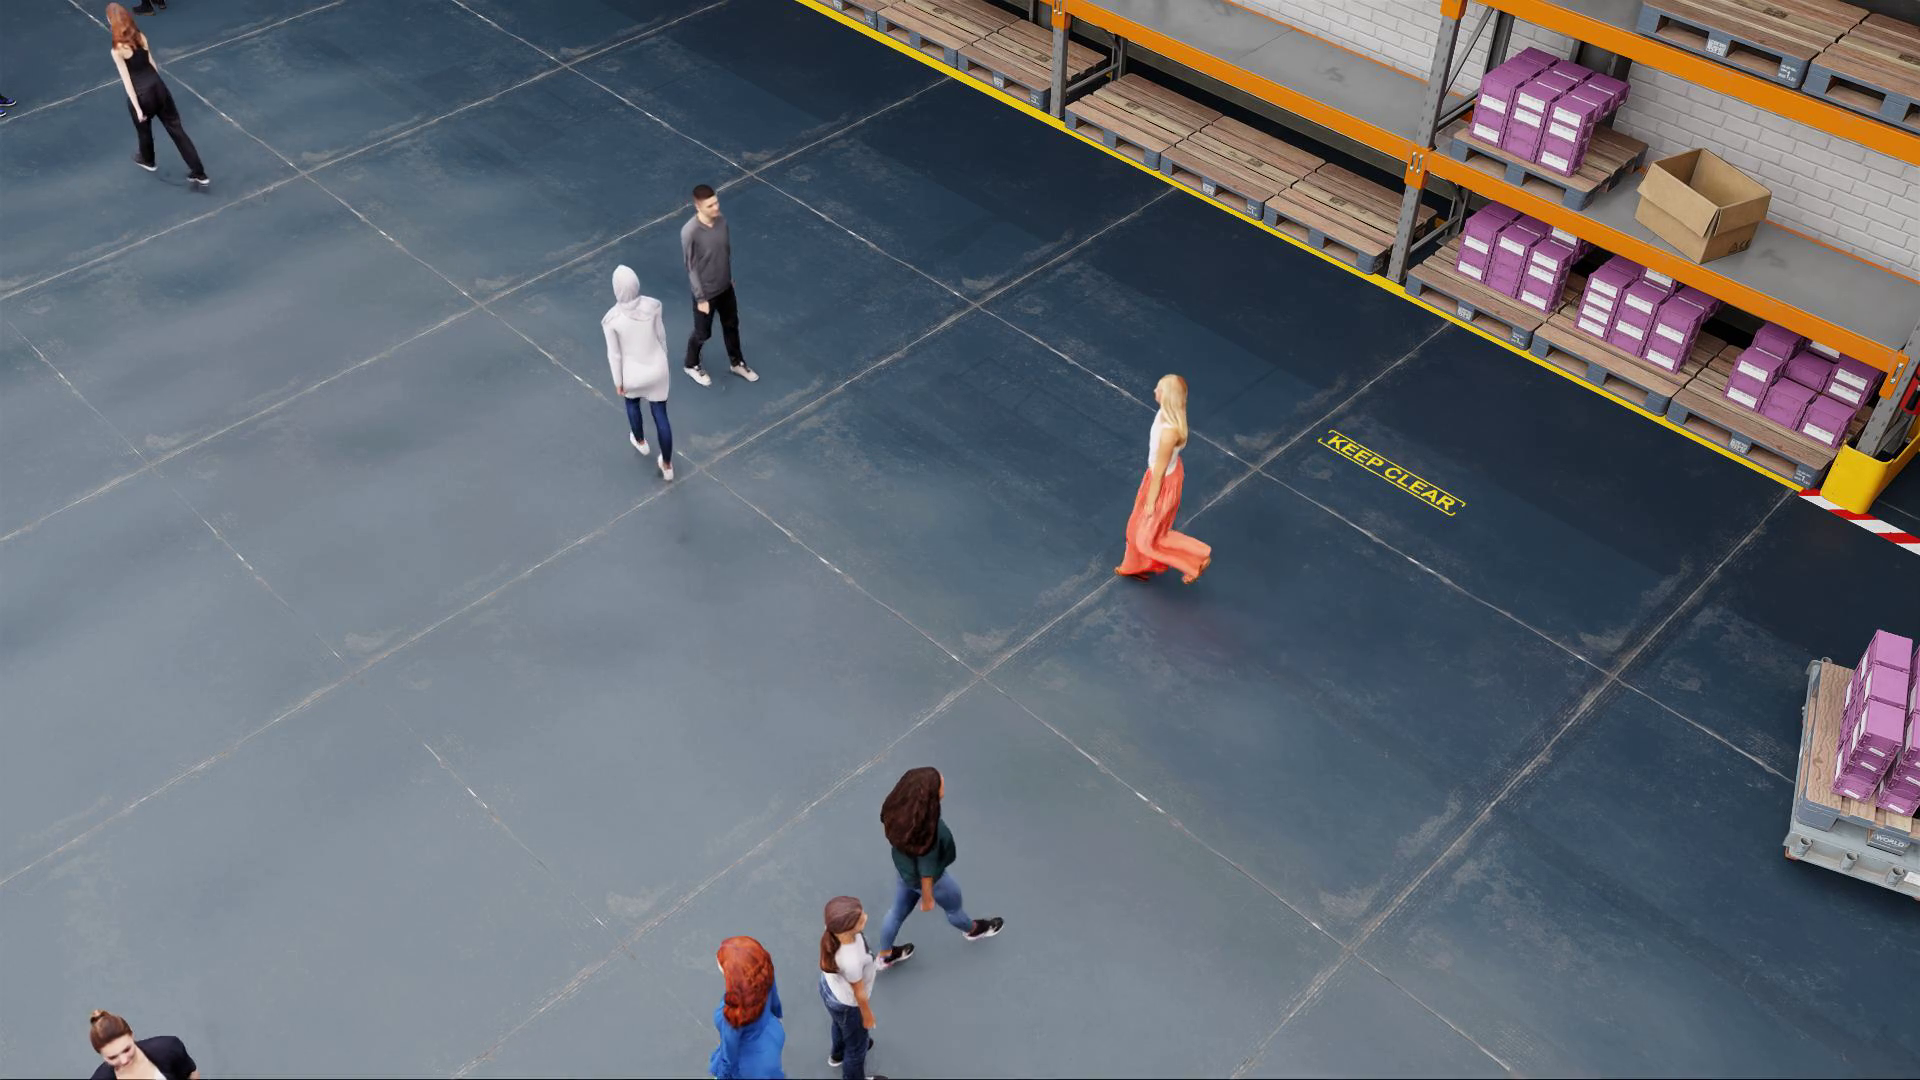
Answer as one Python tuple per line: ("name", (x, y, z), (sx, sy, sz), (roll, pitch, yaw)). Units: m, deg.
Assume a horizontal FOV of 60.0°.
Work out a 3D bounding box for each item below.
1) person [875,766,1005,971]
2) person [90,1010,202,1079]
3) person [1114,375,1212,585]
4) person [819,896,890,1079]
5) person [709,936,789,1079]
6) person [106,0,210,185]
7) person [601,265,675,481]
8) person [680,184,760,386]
("person", (-0.276, 1.831, 9.054), (0.855, 1.575, 1.011), (-19, 47, -19))
("person", (-3.867, 2.732, 8.061), (0.833, 1.639, 1.196), (-22, 48, -21))
("person", (1.436, -0.349, 11.185), (1.019, 1.791, 0.920), (6, 44, 7))
("person", (-0.572, 2.318, 8.551), (0.668, 1.562, 0.559), (-16, 46, -16))
("person", (-0.913, 2.570, 8.121), (1.204, 1.791, 0.983), (10, 45, 10))
("person", (-7.272, -3.990, 15.075), (1.221, 1.696, 0.832), (20, 47, 20))
("person", (-2.268, -1.157, 12.061), (0.802, 1.754, 0.937), (-15, 46, -16))
("person", (-1.963, -1.982, 12.918), (0.831, 1.765, 0.706), (23, 48, 22))
